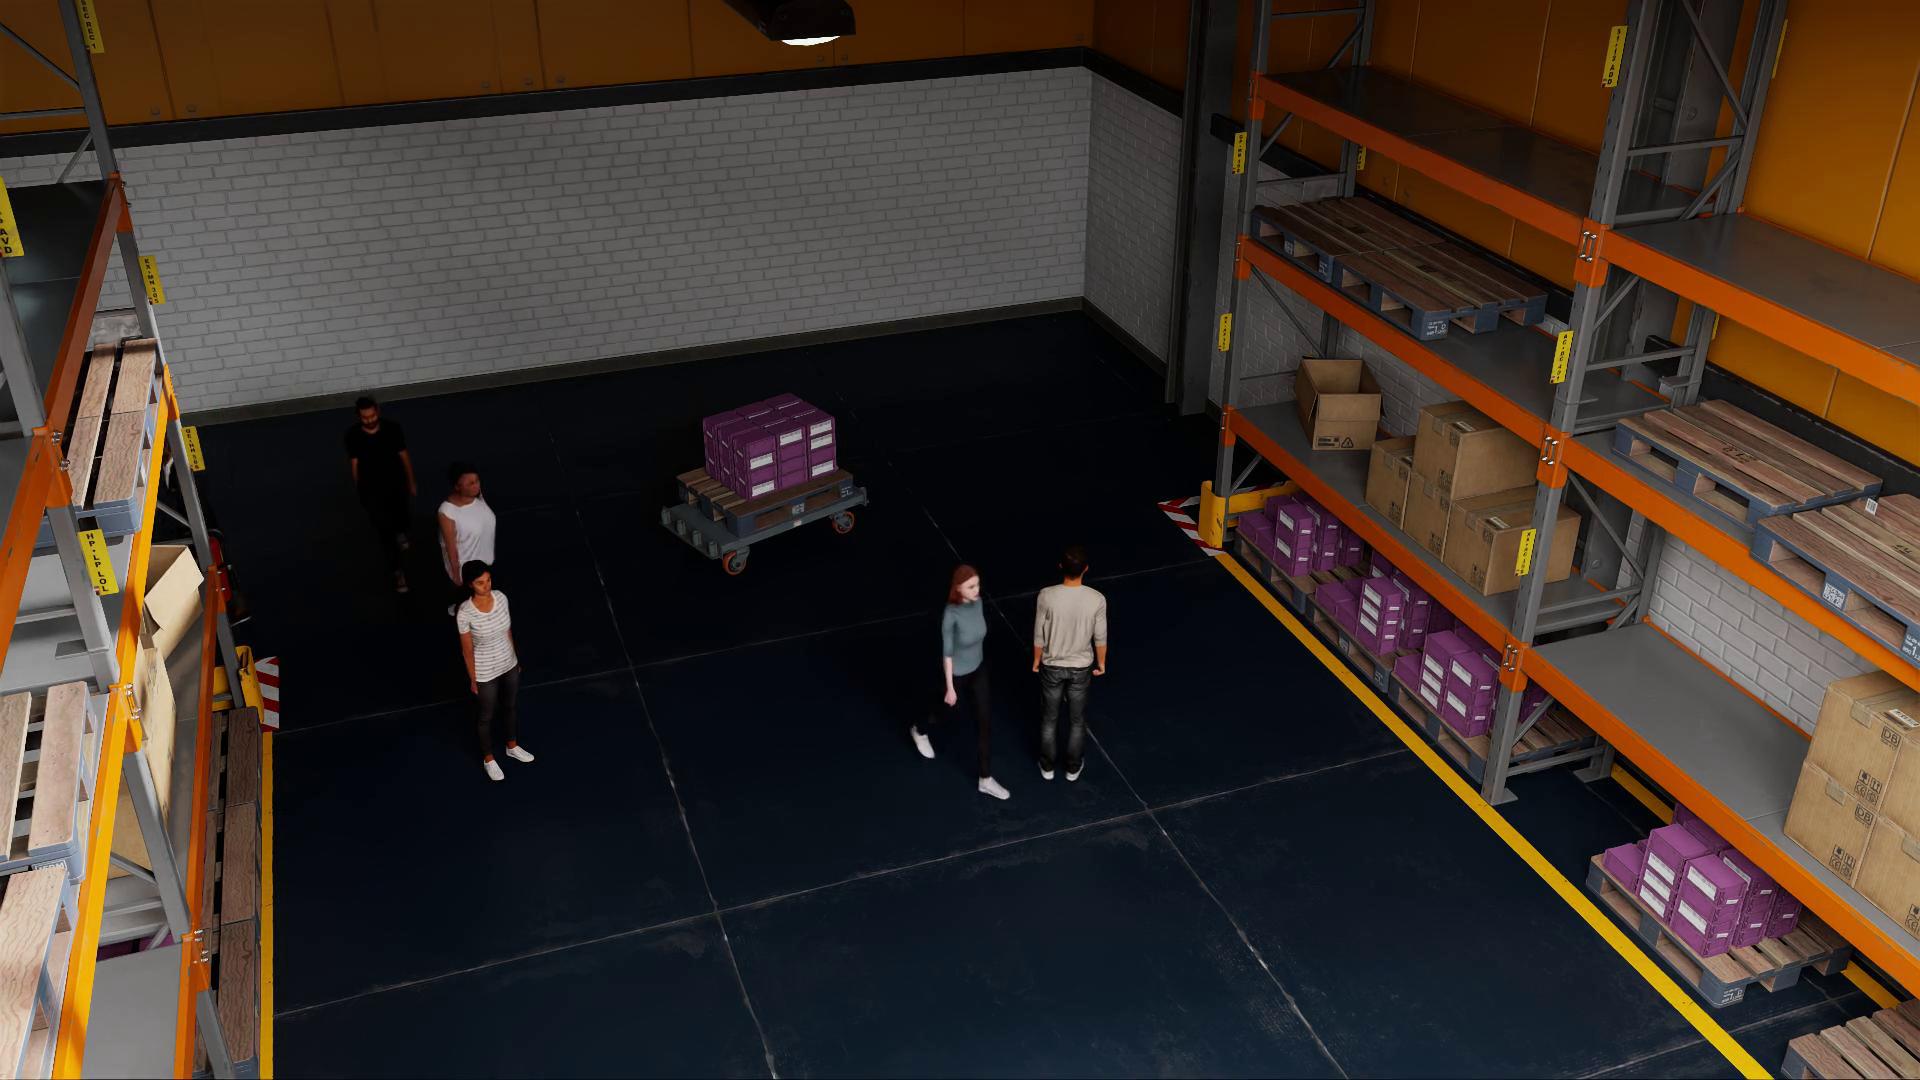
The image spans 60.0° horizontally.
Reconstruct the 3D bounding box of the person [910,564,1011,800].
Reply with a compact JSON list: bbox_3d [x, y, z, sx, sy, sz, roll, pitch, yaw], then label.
[{"bbox_3d":[-0.043,0.917,11.285,1.223,1.710,0.954,24,37,37],"label":"person"}]

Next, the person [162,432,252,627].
[{"bbox_3d":[-5.907,-0.080,13.045,0.937,1.775,0.988,-25,37,-37],"label":"person"}]

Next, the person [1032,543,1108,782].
[{"bbox_3d":[0.729,0.850,11.308,0.726,1.805,0.686,1,29,1],"label":"person"}]

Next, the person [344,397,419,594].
[{"bbox_3d":[-4.797,-0.453,13.786,0.734,1.720,1.084,-15,32,-25],"label":"person"}]

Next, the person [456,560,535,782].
[{"bbox_3d":[-3.224,0.869,11.440,0.687,1.646,0.657,20,35,32],"label":"person"}]

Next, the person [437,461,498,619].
[{"bbox_3d":[-3.776,0.139,12.751,0.964,1.671,0.926,8,30,14],"label":"person"}]
